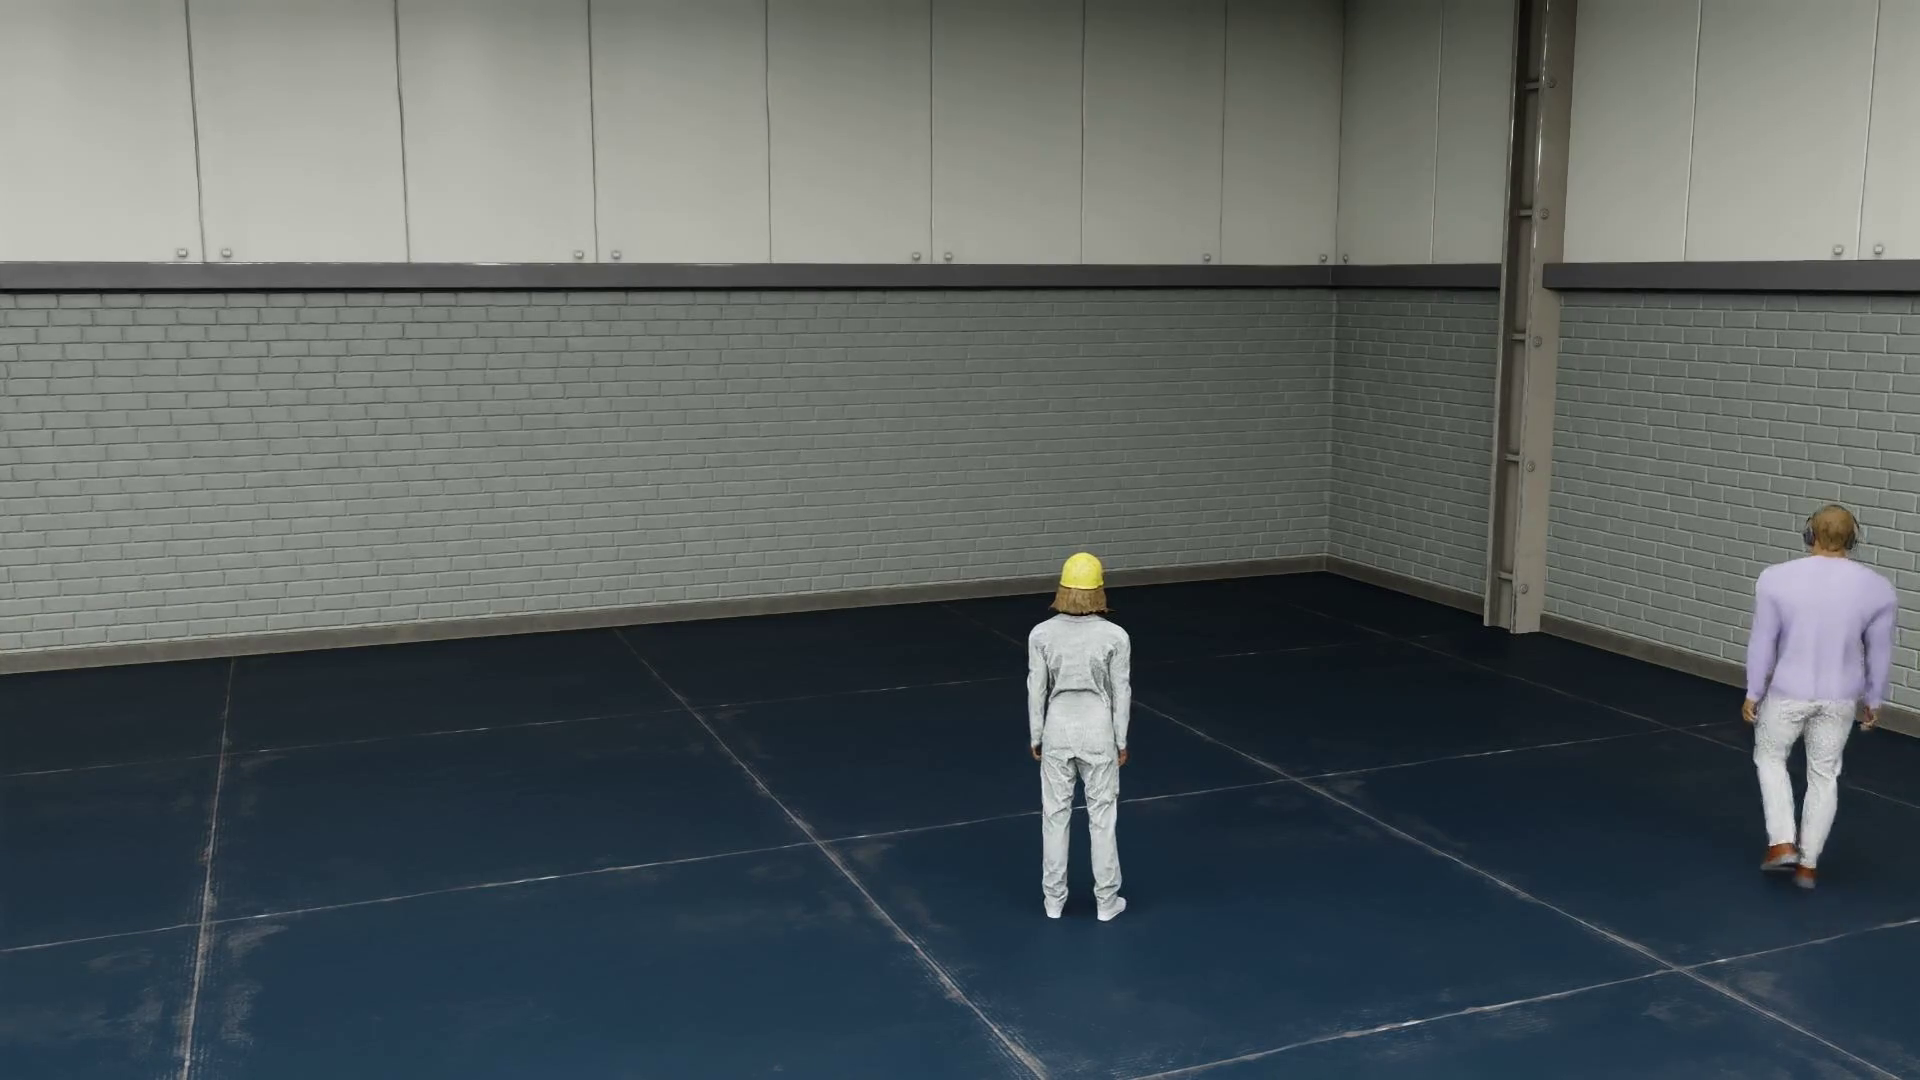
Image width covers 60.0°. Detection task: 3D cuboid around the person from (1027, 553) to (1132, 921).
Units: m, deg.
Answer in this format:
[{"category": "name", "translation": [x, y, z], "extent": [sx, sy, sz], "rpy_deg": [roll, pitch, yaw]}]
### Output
[{"category": "person", "translation": [0.564, 0.924, 7.842], "extent": [0.486, 1.744, 0.311], "rpy_deg": [2, 9, 13]}]

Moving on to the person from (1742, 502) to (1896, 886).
[{"category": "person", "translation": [4.231, 0.770, 8.235], "extent": [0.660, 1.928, 0.430], "rpy_deg": [2, 9, 14]}]
